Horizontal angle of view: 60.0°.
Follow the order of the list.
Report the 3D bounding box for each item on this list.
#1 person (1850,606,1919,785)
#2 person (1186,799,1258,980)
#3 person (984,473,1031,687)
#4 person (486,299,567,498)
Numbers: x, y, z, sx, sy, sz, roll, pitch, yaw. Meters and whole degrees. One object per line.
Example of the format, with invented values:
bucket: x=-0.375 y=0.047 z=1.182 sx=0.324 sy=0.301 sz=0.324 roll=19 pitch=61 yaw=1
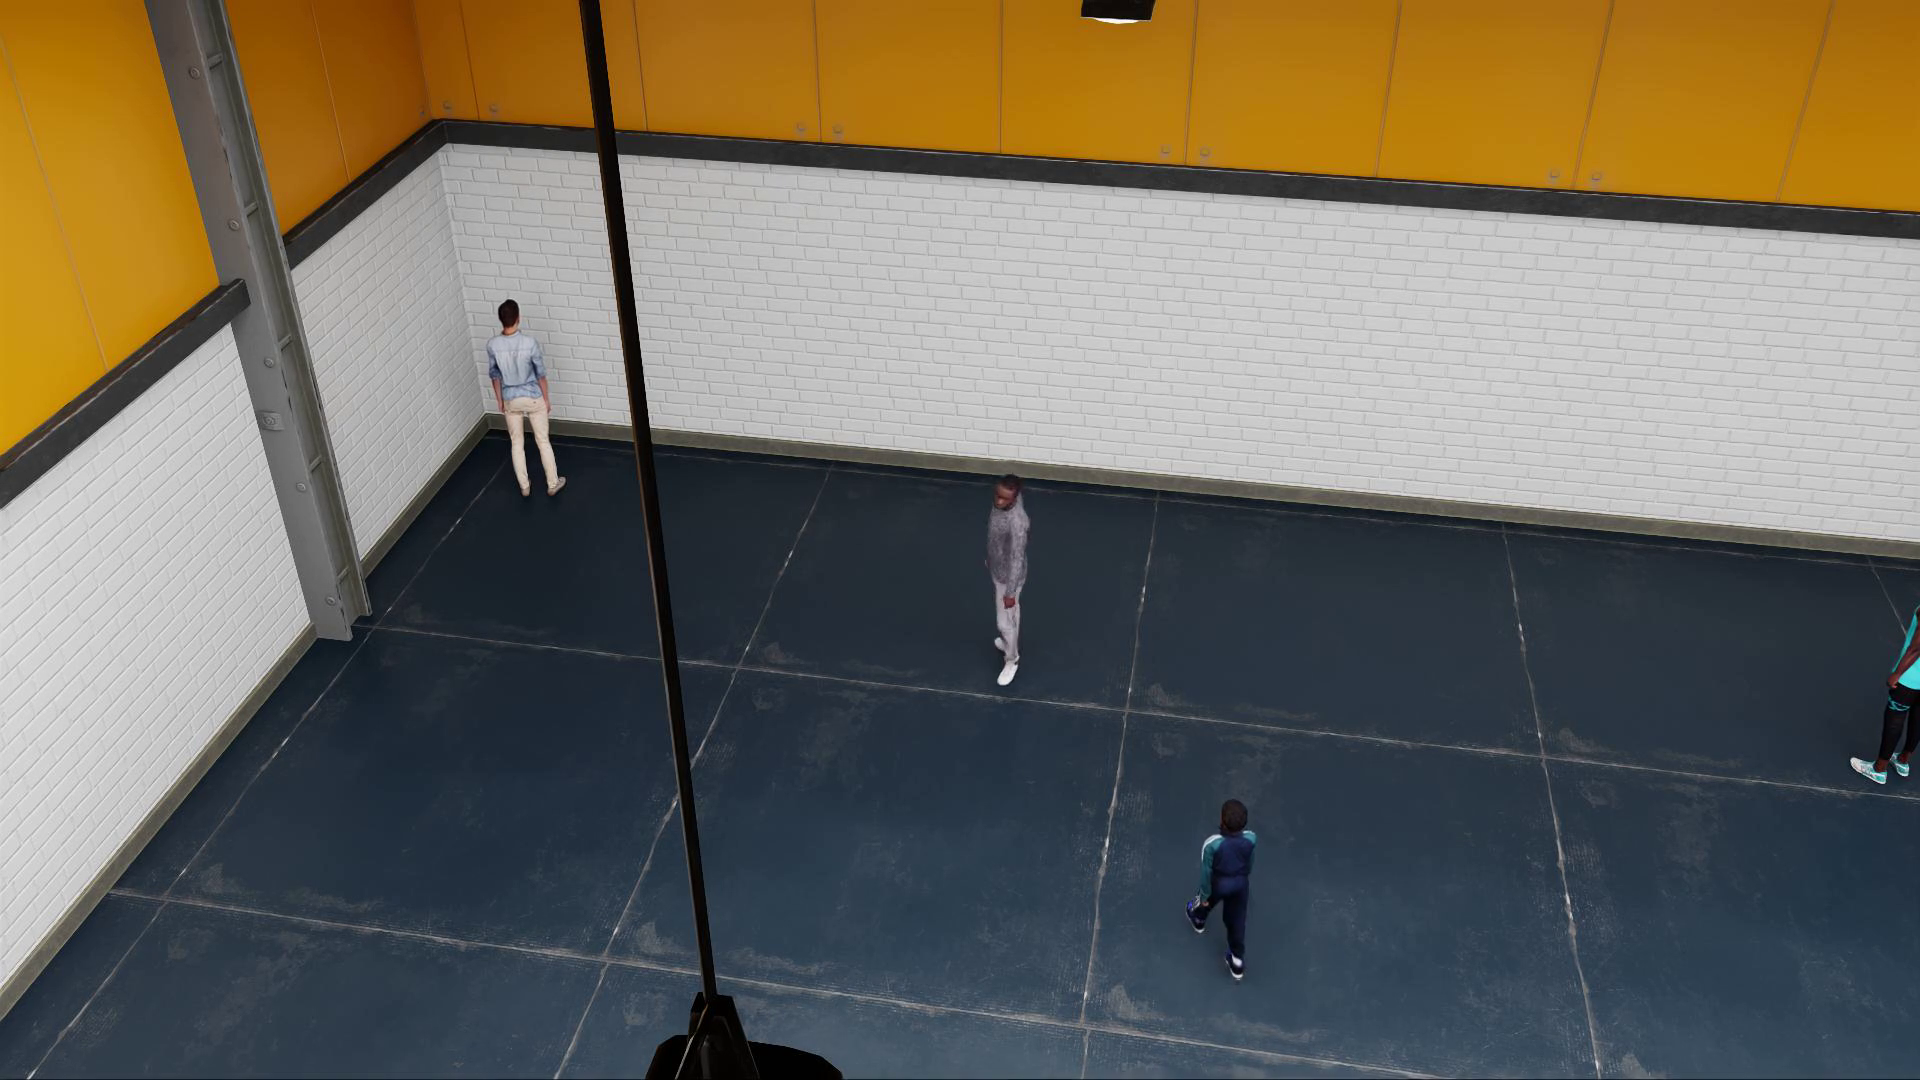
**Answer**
person: x=6.553 y=0.890 z=11.331 sx=0.692 sy=1.811 sz=0.685 roll=-11 pitch=35 yaw=-16
person: x=1.631 y=2.104 z=10.033 sx=0.700 sy=1.226 sz=0.931 roll=-6 pitch=34 yaw=-9
person: x=0.372 y=0.220 z=12.338 sx=0.937 sy=1.812 sz=0.628 roll=2 pitch=34 yaw=3
person: x=-3.809 y=-1.225 z=14.481 sx=0.680 sy=1.847 sz=0.606 roll=1 pitch=34 yaw=1
